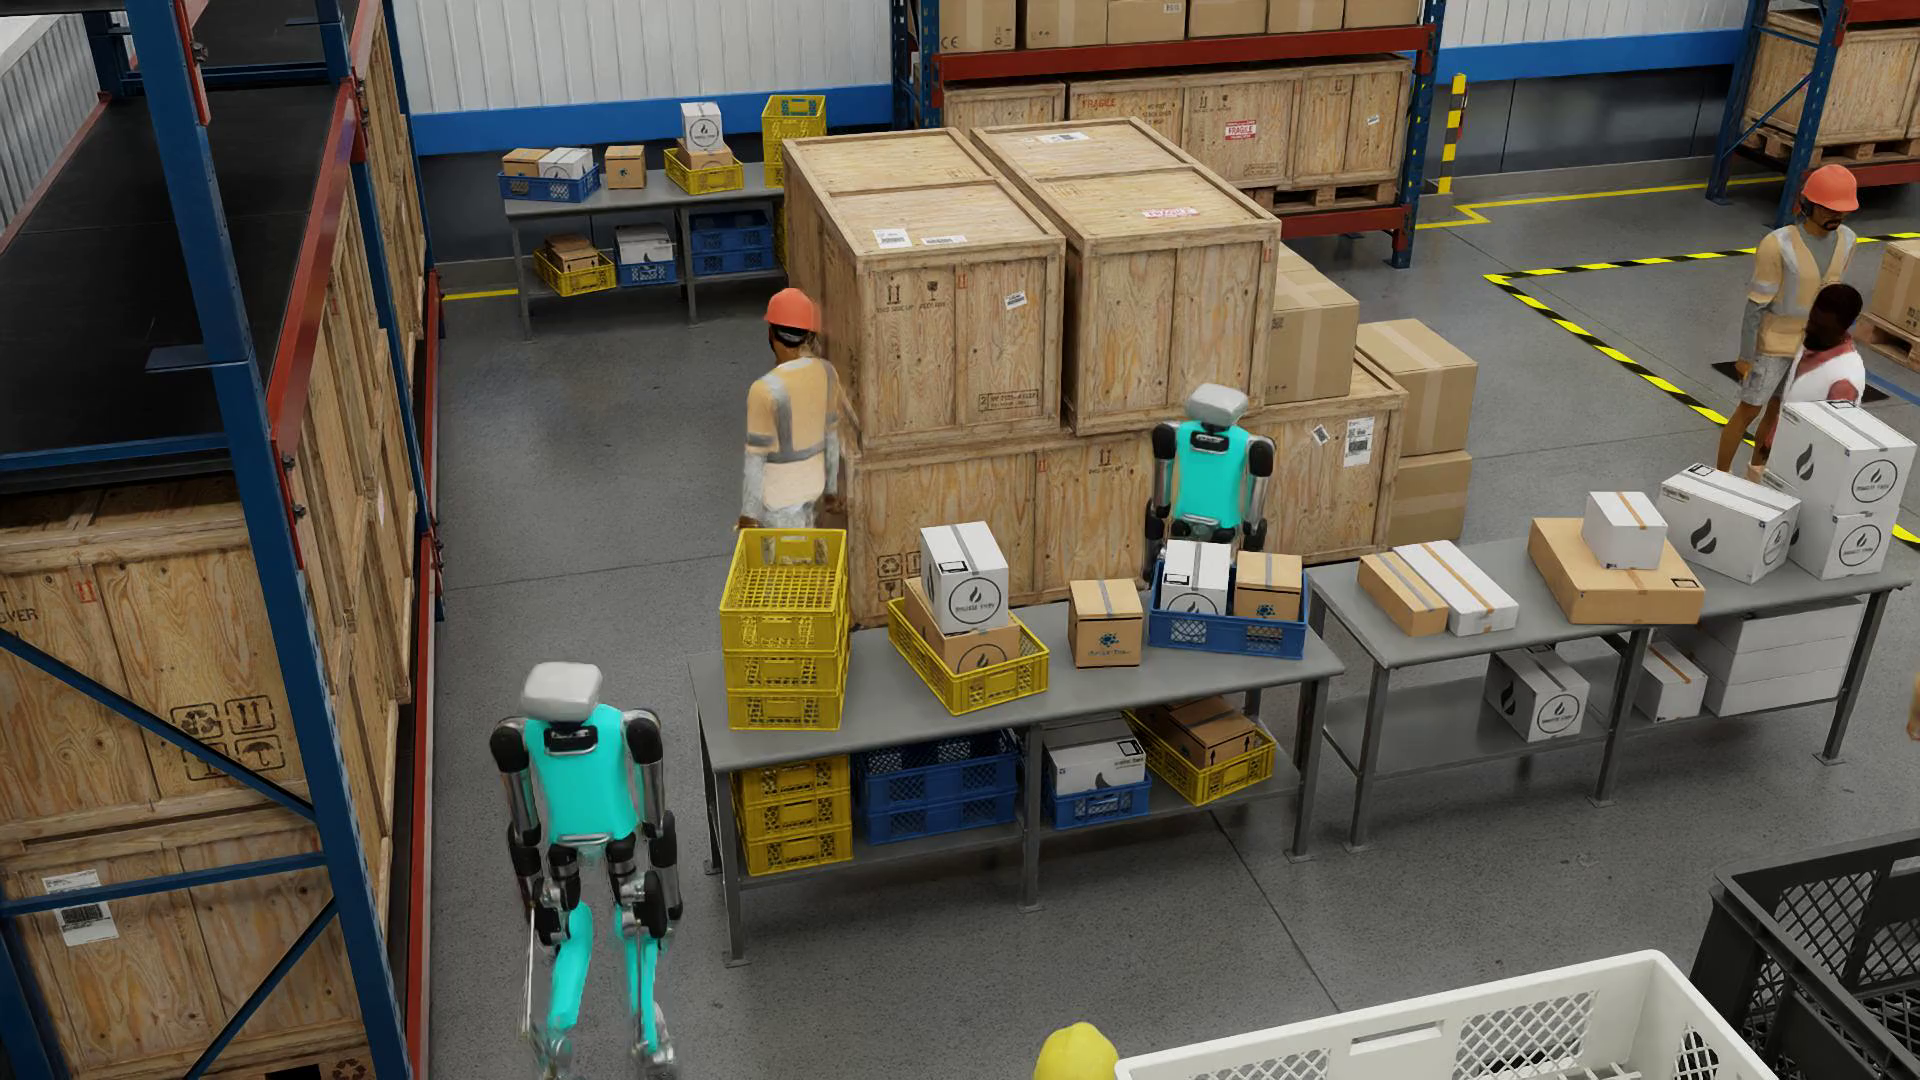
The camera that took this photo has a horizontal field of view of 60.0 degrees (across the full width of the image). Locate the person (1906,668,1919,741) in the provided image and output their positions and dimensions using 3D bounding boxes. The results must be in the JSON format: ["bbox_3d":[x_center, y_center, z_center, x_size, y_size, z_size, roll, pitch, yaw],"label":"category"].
[{"bbox_3d":[3.872,0.700,6.243,0.601,1.826,0.434,12,31,21],"label":"person"}]

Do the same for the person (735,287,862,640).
[{"bbox_3d":[-0.730,-0.238,7.876,0.899,1.890,0.578,18,33,29],"label":"person"}]

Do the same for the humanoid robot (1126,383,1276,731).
[{"bbox_3d":[0.968,0.278,7.118,0.530,1.794,0.799,11,31,20],"label":"humanoid robot"}]

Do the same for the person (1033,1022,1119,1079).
[{"bbox_3d":[0.255,1.891,4.130,0.534,1.767,0.314,4,29,8],"label":"person"}]

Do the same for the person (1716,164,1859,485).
[{"bbox_3d":[4.618,-1.087,9.253,0.613,2.040,0.389,-9,30,-15],"label":"person"}]

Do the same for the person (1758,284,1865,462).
[{"bbox_3d":[4.123,-0.362,8.099,0.364,1.893,0.698,7,30,13],"label":"person"}]

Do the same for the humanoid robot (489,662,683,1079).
[{"bbox_3d":[-1.169,1.263,5.281,0.558,1.728,0.927,-1,29,-2],"label":"humanoid robot"}]
